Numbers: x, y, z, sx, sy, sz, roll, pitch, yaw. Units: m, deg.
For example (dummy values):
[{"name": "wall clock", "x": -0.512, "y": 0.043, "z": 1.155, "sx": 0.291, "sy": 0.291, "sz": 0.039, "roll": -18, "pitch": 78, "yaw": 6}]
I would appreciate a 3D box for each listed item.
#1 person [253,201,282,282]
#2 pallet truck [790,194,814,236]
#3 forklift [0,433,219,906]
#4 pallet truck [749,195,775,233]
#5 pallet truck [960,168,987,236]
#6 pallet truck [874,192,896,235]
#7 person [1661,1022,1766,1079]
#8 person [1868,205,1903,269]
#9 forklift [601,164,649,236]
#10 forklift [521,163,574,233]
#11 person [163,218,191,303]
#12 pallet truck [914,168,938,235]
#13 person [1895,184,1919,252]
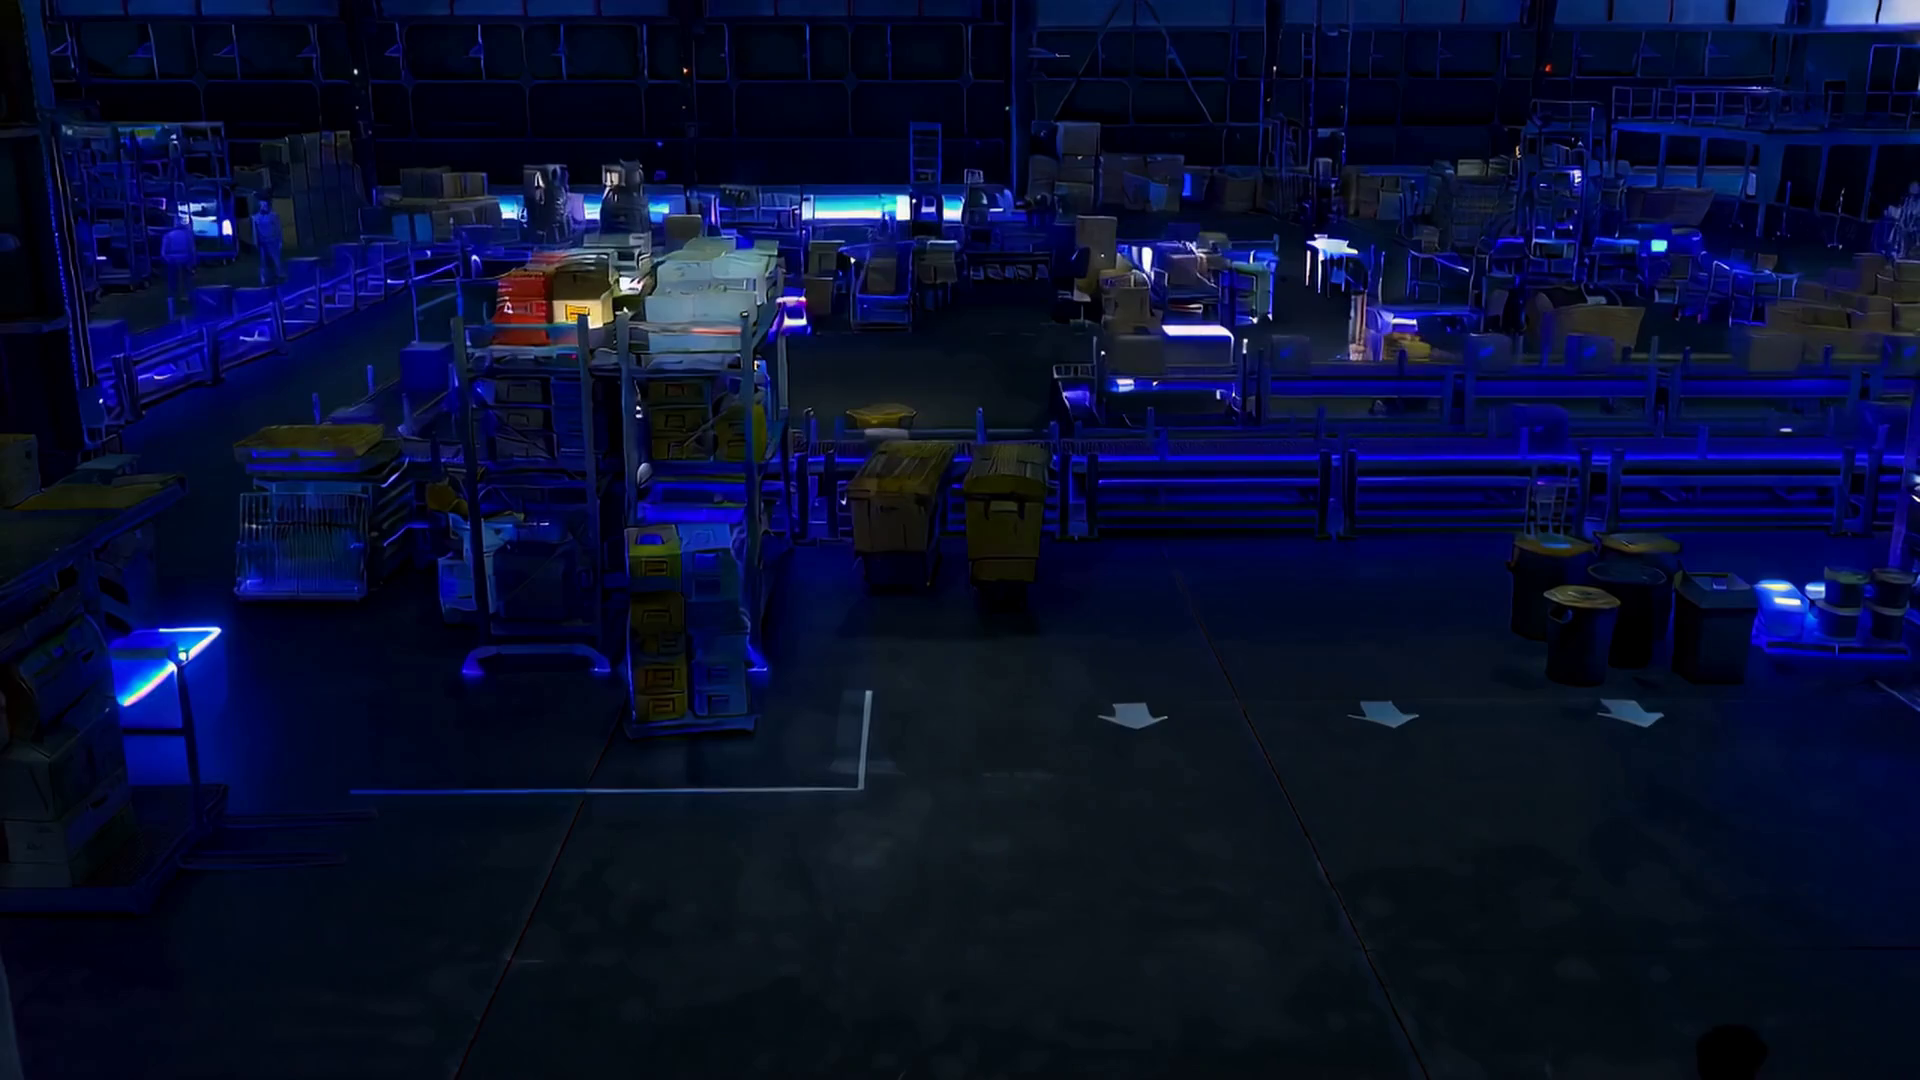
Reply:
[{"name": "person", "x": -16.395, "y": -7.072, "z": 39.395, "sx": 0.641, "sy": 1.908, "sz": 0.407, "roll": -3, "pitch": 16, "yaw": -11}, {"name": "pallet truck", "x": -4.814, "y": -9.883, "z": 50.259, "sx": 0.704, "sy": 1.261, "sz": 1.522, "roll": -1, "pitch": 16, "yaw": -3}, {"name": "forklift", "x": -5.952, "y": 0.780, "z": 10.366, "sx": 1.873, "sy": 2.768, "sz": 1.129, "roll": 0, "pitch": 16, "yaw": -1}, {"name": "pallet truck", "x": -6.051, "y": -9.967, "z": 50.660, "sx": 0.680, "sy": 1.201, "sz": 1.601, "roll": 0, "pitch": 16, "yaw": -1}, {"name": "pallet truck", "x": 0.383, "y": -10.230, "z": 50.206, "sx": 0.823, "sy": 1.965, "sz": 1.885, "roll": -1, "pitch": 16, "yaw": -3}, {"name": "pallet truck", "x": -2.277, "y": -9.986, "z": 50.594, "sx": 0.653, "sy": 1.274, "sz": 1.630, "roll": 0, "pitch": 16, "yaw": -1}, {"name": "person", "x": 2.782, "y": 2.580, "z": 6.250, "sx": 0.587, "sy": 1.664, "sz": 0.563, "roll": -10, "pitch": 19, "yaw": -30}, {"name": "person", "x": 20.440, "y": -6.383, "z": 36.787, "sx": 0.627, "sy": 2.024, "sz": 0.422, "roll": 10, "pitch": 19, "yaw": 32}, {"name": "forklift", "x": -9.948, "y": -10.127, "z": 49.296, "sx": 1.157, "sy": 1.987, "sz": 2.680, "roll": -1, "pitch": 16, "yaw": -3}, {"name": "forklift", "x": -12.233, "y": -10.122, "z": 49.298, "sx": 1.157, "sy": 1.987, "sz": 2.680, "roll": 0, "pitch": 16, "yaw": -1}, {"name": "person", "x": -17.016, "y": -6.073, "z": 36.141, "sx": 0.454, "sy": 1.786, "sz": 0.691, "roll": 12, "pitch": 20, "yaw": 36}, {"name": "pallet truck", "x": -0.989, "y": -10.316, "z": 50.507, "sx": 0.823, "sy": 1.965, "sz": 1.885, "roll": 1, "pitch": 16, "yaw": 3}, {"name": "person", "x": 26.192, "y": -8.886, "z": 45.830, "sx": 0.576, "sy": 1.840, "sz": 0.985, "roll": 0, "pitch": 16, "yaw": -1}]
